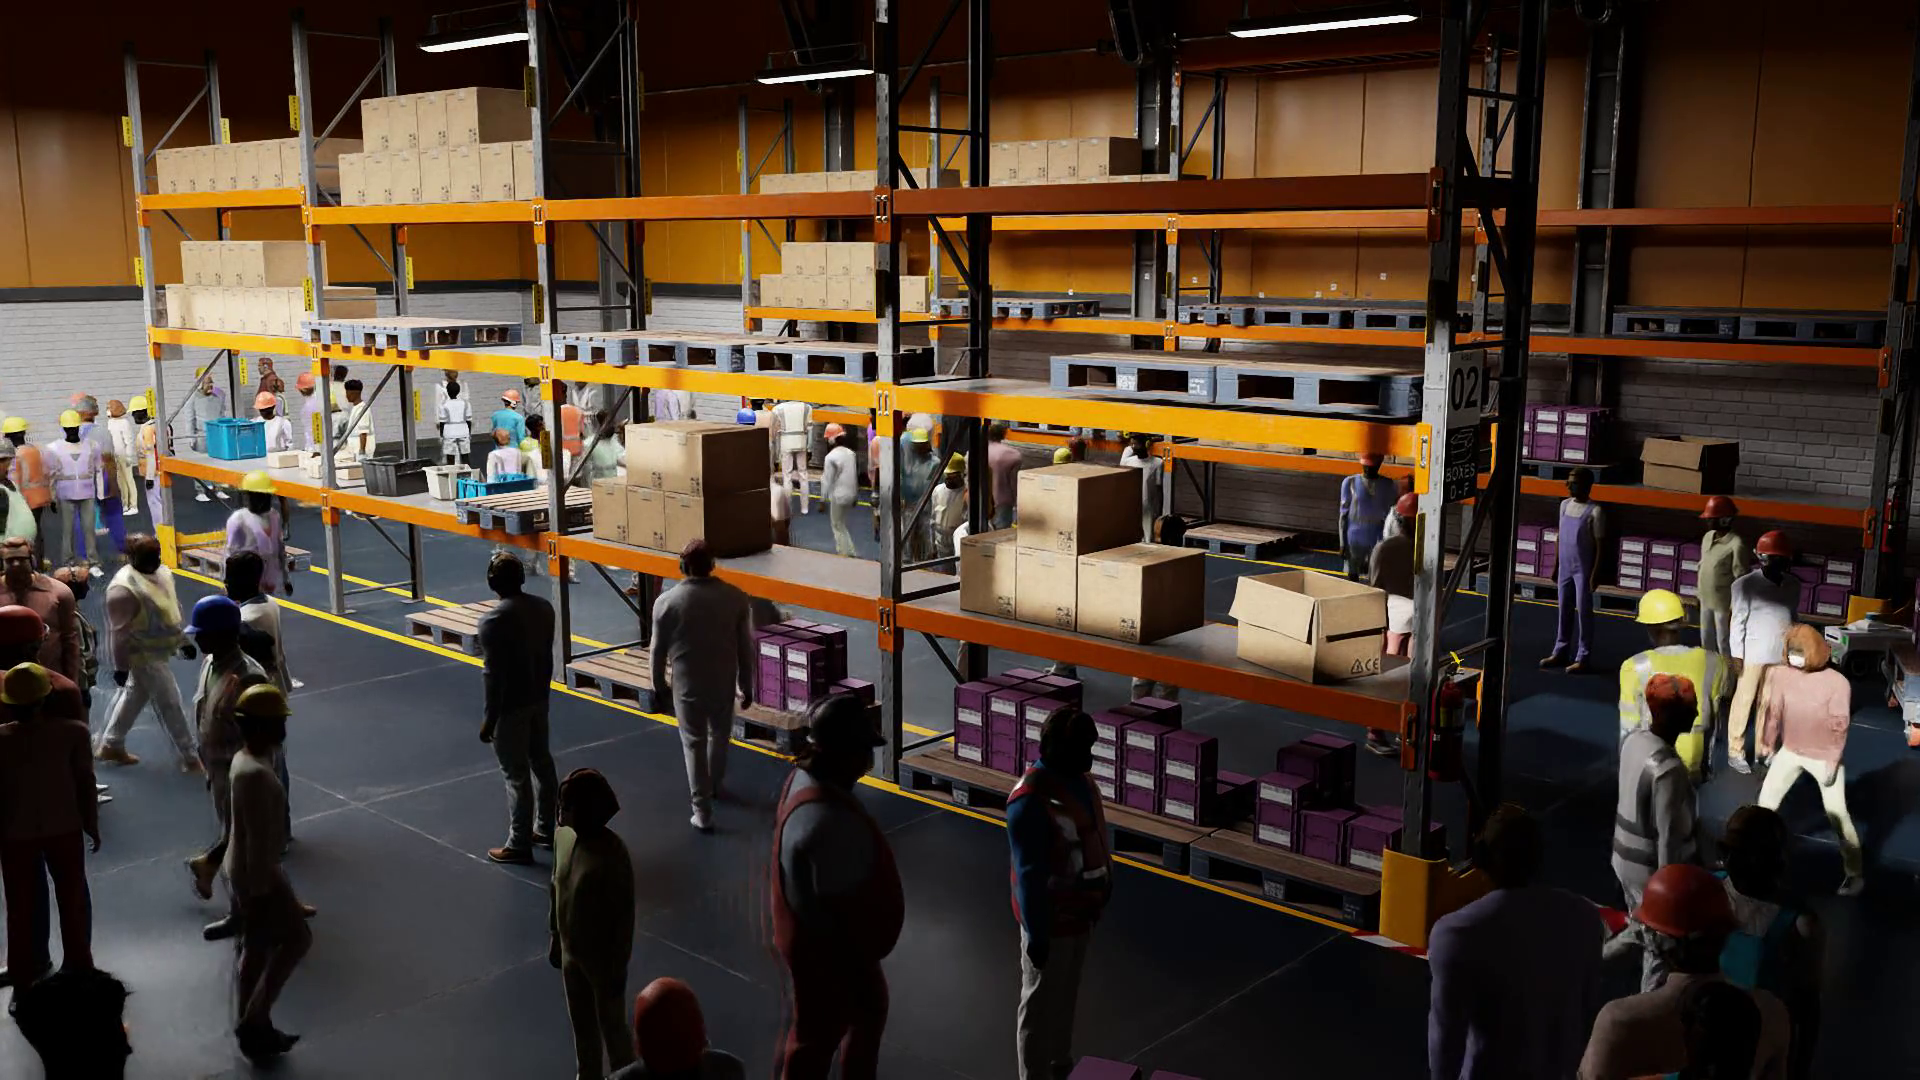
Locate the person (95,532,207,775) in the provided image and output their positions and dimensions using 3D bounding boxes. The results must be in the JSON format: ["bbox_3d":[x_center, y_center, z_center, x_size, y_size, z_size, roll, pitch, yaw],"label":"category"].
[{"bbox_3d":[-5.840,0.808,11.902,0.951,1.795,0.686,0,10,0],"label":"person"}]

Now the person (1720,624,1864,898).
[{"bbox_3d":[4.965,1.265,9.833,0.468,1.592,0.681,-6,12,-30],"label":"person"}]

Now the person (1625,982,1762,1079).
[{"bbox_3d":[1.937,2.061,4.384,0.596,1.918,0.380,3,11,18],"label":"person"}]

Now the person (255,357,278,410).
[{"bbox_3d":[-11.680,-2.130,28.114,0.406,1.906,0.654,-4,11,-21],"label":"person"}]

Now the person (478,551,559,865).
[{"bbox_3d":[-2.717,1.024,10.202,0.372,1.935,0.627,4,11,23],"label":"person"}]

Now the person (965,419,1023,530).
[{"bbox_3d":[0.381,-0.373,18.118,0.646,1.928,0.416,2,10,11],"label":"person"}]

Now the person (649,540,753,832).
[{"bbox_3d":[-1.730,0.922,11.025,0.653,1.850,1.000,-4,11,-20],"label":"person"}]

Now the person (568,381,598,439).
[{"bbox_3d":[-6.466,-2.058,28.594,0.559,1.592,0.855,1,10,5],"label":"person"}]

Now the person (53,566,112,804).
[{"bbox_3d":[-5.995,0.987,11.275,0.313,1.634,0.514,-7,12,-34],"label":"person"}]

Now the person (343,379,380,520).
[{"bbox_3d":[-8.305,-1.258,23.057,0.381,1.956,0.602,-4,11,-22],"label":"person"}]

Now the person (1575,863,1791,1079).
[{"bbox_3d":[2.114,1.917,5.030,0.636,1.975,0.501,-3,10,-14],"label":"person"}]

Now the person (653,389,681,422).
[{"bbox_3d":[-4.391,-1.623,25.159,0.403,1.938,0.602,-8,13,-38],"label":"person"}]

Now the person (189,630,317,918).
[{"bbox_3d":[-4.031,1.313,9.349,0.700,1.667,0.537,0,10,1],"label":"person"}]

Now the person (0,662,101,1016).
[{"bbox_3d":[-4.544,1.458,8.234,0.529,1.765,0.326,-7,12,-33],"label":"person"}]

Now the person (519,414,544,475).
[{"bbox_3d":[-5.320,-0.743,20.884,0.319,1.694,0.537,3,11,19],"label":"person"}]

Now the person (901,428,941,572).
[{"bbox_3d":[-0.446,-0.396,18.772,0.484,1.744,0.296,-2,10,-13],"label":"person"}]

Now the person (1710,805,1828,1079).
[{"bbox_3d":[2.758,1.827,5.914,0.339,1.845,0.514,-8,13,-37],"label":"person"}]

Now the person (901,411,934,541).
[{"bbox_3d":[-0.626,-0.918,21.238,0.645,1.925,0.443,-8,13,-39],"label":"person"}]

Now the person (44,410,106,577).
[{"bbox_3d":[-10.042,-0.515,18.919,0.586,1.928,0.369,-7,12,-36],"label":"person"}]

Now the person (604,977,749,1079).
[{"bbox_3d":[-0.840,2.073,4.866,0.614,1.727,0.409,-8,13,-38],"label":"person"}]

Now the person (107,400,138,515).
[{"bbox_3d":[-11.816,-1.162,23.411,0.501,1.633,0.282,7,12,35],"label":"person"}]

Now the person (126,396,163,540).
[{"bbox_3d":[-10.181,-0.850,20.872,0.397,1.912,0.592,-5,11,-27],"label":"person"}]

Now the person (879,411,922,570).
[{"bbox_3d":[-0.710,-0.558,18.894,0.707,2.014,0.627,5,11,28],"label":"person"}]

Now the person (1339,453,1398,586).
[{"bbox_3d":[3.904,0.015,15.926,0.542,1.928,0.374,1,10,7],"label":"person"}]

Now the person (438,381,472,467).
[{"bbox_3d":[-7.803,-1.605,25.727,0.536,1.700,0.318,-7,12,-36],"label":"person"}]

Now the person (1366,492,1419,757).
[{"bbox_3d":[3.305,0.619,12.357,0.621,1.986,0.409,-6,12,-29],"label":"person"}]

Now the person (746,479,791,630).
[{"bbox_3d":[-1.807,0.079,15.246,0.734,2.000,0.781,7,12,35],"label":"person"}]

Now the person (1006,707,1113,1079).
[{"bbox_3d":[0.440,1.613,7.154,0.429,1.838,0.622,5,11,25],"label":"person"}]

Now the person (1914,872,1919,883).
[{"bbox_3d":[5.849,1.187,9.578,0.403,1.827,0.600,-1,10,-5],"label":"person"}]

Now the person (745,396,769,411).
[{"bbox_3d":[-2.954,-1.377,24.329,0.354,1.741,0.568,1,10,8],"label":"person"}]

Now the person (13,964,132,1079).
[{"bbox_3d":[-2.267,2.045,4.343,0.368,1.966,0.616,-3,10,-15],"label":"person"}]

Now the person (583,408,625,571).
[{"bbox_3d":[-4.165,-0.601,19.480,0.516,1.907,0.590,8,13,39],"label":"person"}]

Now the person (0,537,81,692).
[{"bbox_3d":[-6.084,0.923,10.842,0.642,1.913,0.409,-6,11,-29],"label":"person"}]

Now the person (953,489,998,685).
[{"bbox_3d":[0.155,0.491,13.357,0.345,1.882,0.584,5,11,28],"label":"person"}]

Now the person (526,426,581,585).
[{"bbox_3d":[-4.657,-0.423,18.790,0.586,1.800,0.954,-10,14,-43],"label":"person"}]

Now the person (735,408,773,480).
[{"bbox_3d":[-2.394,-0.530,18.951,0.405,1.946,0.612,9,13,42],"label":"person"}]
